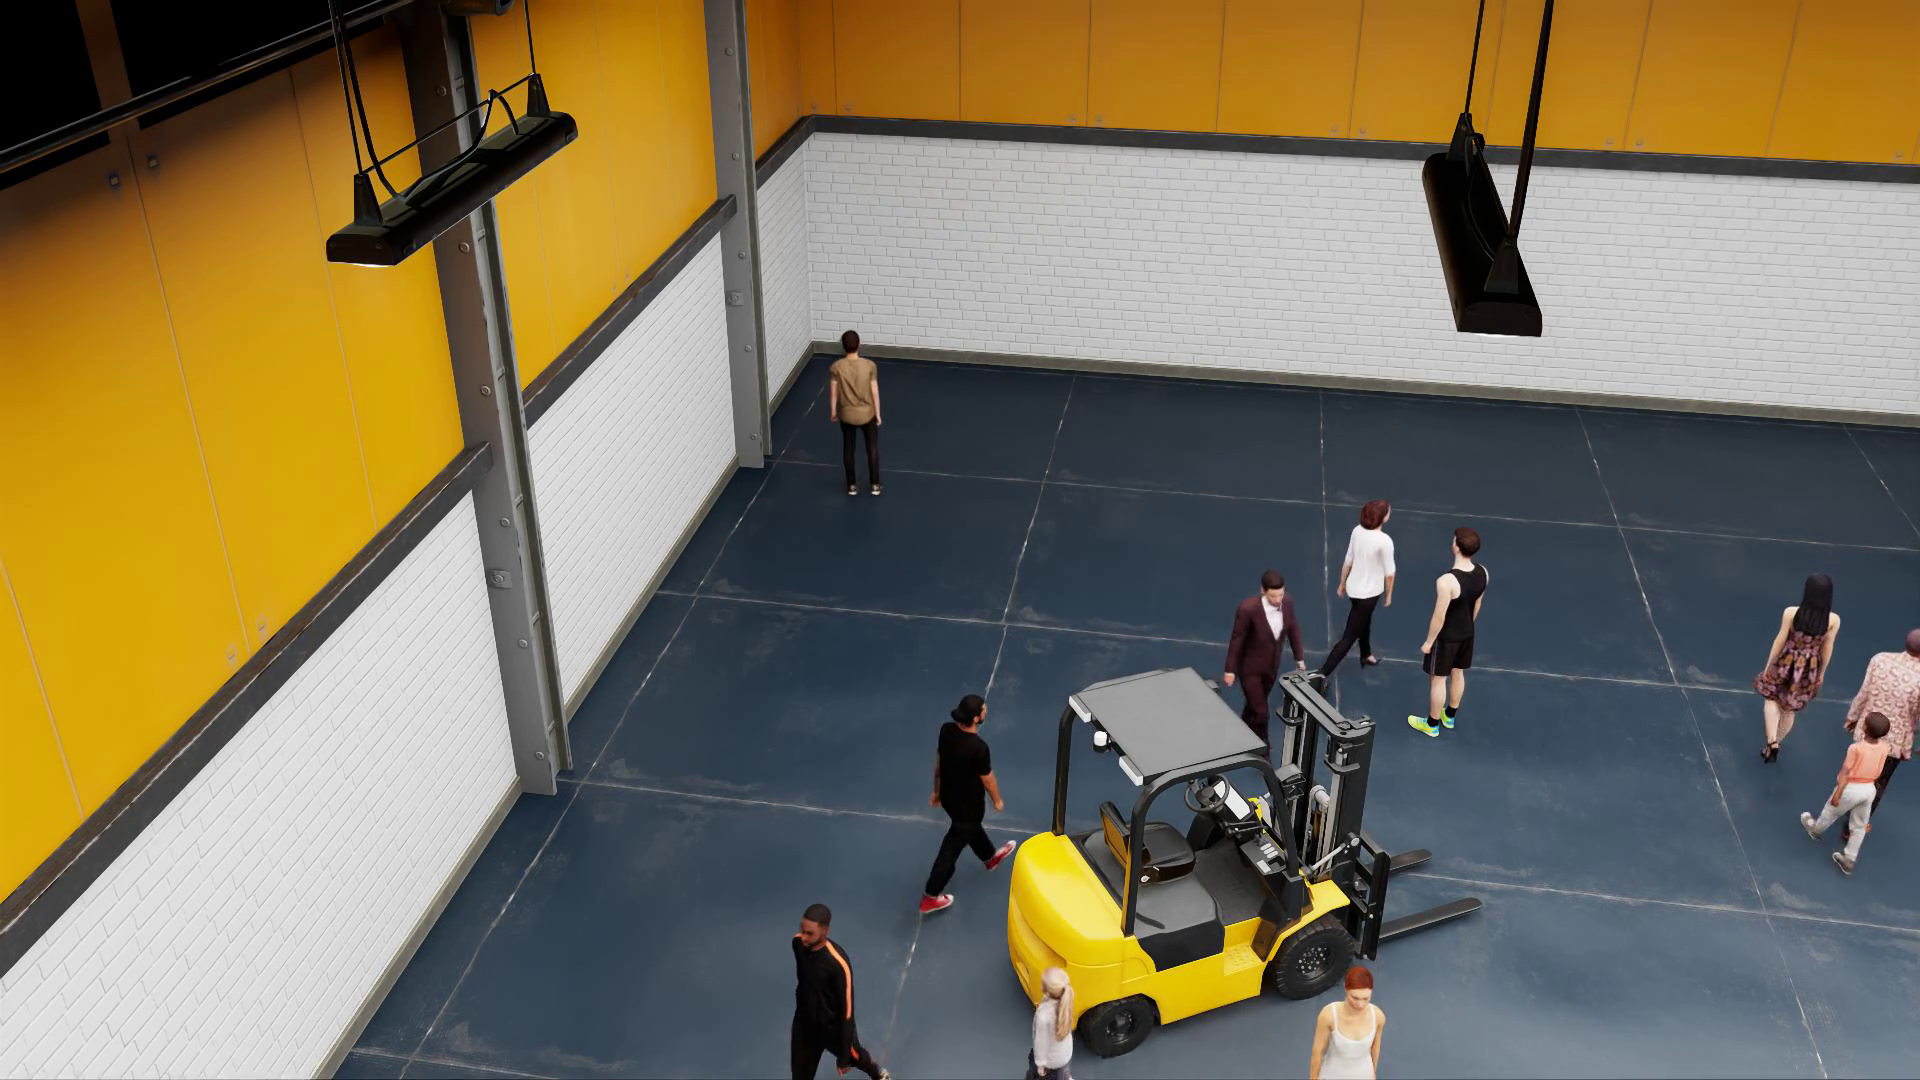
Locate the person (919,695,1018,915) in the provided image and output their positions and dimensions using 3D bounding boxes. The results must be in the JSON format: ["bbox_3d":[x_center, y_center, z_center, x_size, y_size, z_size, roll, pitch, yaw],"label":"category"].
[{"bbox_3d":[-0.050,1.901,11.688,1.192,1.707,1.141,-19,34,-31],"label":"person"}]

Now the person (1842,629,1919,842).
[{"bbox_3d":[6.849,1.476,12.391,1.068,1.780,1.014,-18,33,-29],"label":"person"}]

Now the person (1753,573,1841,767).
[{"bbox_3d":[6.580,1.096,13.105,0.710,1.765,0.835,10,30,18],"label":"person"}]

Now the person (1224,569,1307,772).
[{"bbox_3d":[2.338,0.972,13.269,1.094,1.825,1.157,-19,34,-31],"label":"person"}]

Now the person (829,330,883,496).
[{"bbox_3d":[-1.092,-1.299,17.408,0.731,1.848,0.664,2,29,3],"label":"person"}]

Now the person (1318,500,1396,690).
[{"bbox_3d":[3.363,0.516,14.183,1.106,1.749,1.083,-18,33,-29],"label":"person"}]

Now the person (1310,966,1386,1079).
[{"bbox_3d":[2.206,3.091,9.573,0.597,1.644,0.541,-2,29,-3],"label":"person"}]

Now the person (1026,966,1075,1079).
[{"bbox_3d":[0.602,3.076,9.997,0.790,1.264,0.783,23,36,36],"label":"person"}]

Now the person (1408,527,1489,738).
[{"bbox_3d":[4.025,0.752,13.603,0.764,1.892,0.810,-16,32,-27],"label":"person"}]

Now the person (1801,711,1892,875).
[{"bbox_3d":[6.592,1.874,12.177,0.607,1.288,0.861,0,29,-1],"label":"person"}]

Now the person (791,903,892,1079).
[{"bbox_3d":[-0.720,2.845,9.906,1.042,1.757,1.315,20,34,32],"label":"person"}]
